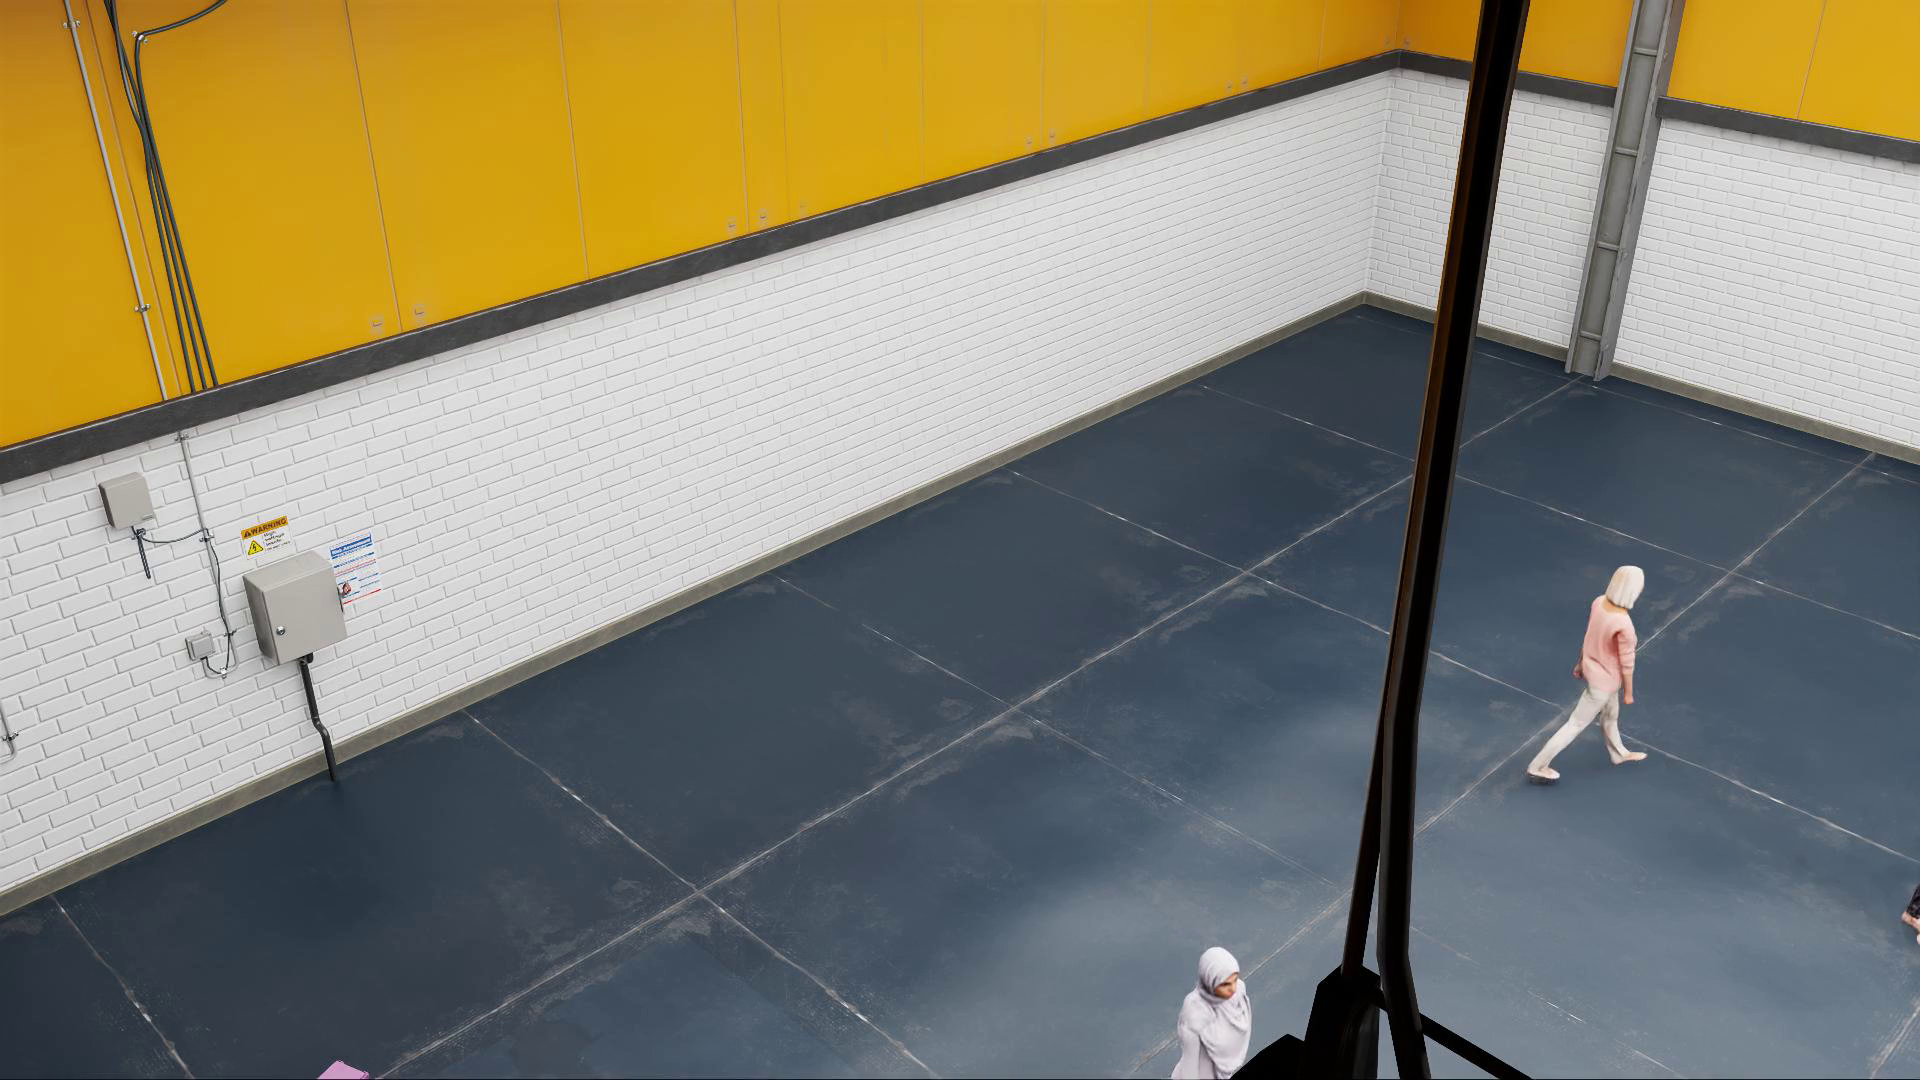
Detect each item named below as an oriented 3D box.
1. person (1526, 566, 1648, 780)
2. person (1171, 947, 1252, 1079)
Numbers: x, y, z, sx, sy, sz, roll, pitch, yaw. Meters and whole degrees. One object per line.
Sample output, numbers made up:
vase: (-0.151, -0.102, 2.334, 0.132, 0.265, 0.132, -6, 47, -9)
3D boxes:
person: (4.366, 0.969, 11.528, 1.131, 1.673, 1.177, -4, 29, -8)
person: (1.165, 2.674, 8.316, 0.736, 1.755, 0.918, -18, 34, -30)
